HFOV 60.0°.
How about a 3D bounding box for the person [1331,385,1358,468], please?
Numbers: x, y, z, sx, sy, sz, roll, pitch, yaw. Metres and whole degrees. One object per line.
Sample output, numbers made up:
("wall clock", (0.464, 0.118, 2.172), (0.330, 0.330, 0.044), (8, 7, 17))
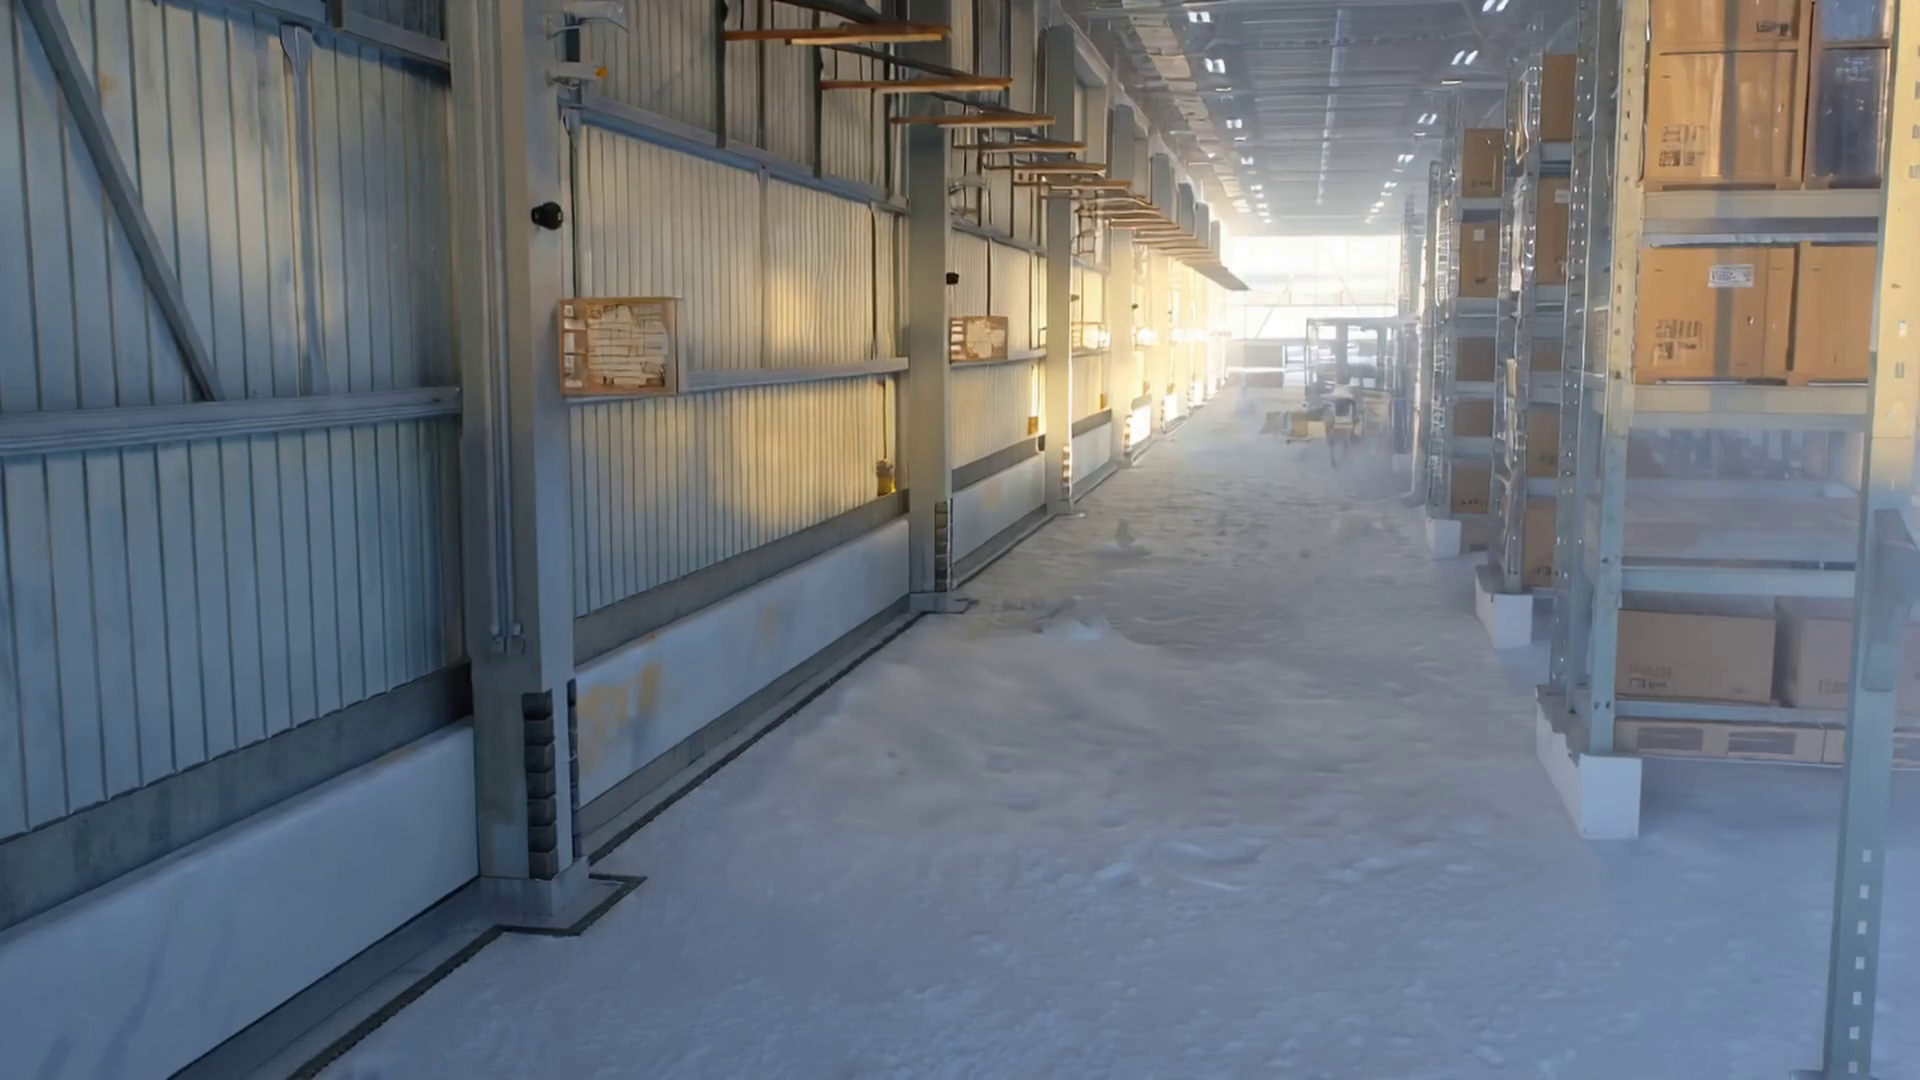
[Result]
("person", (8.780, -2.594, 38.070), (0.615, 1.908, 0.958), (3, 8, 20))

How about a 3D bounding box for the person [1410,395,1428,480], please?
("person", (9.867, -2.156, 34.875), (0.846, 1.810, 0.653), (3, 8, 24))

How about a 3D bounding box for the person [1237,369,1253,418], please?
("person", (10.281, -5.286, 60.082), (0.612, 1.790, 0.998), (0, 7, -2))
